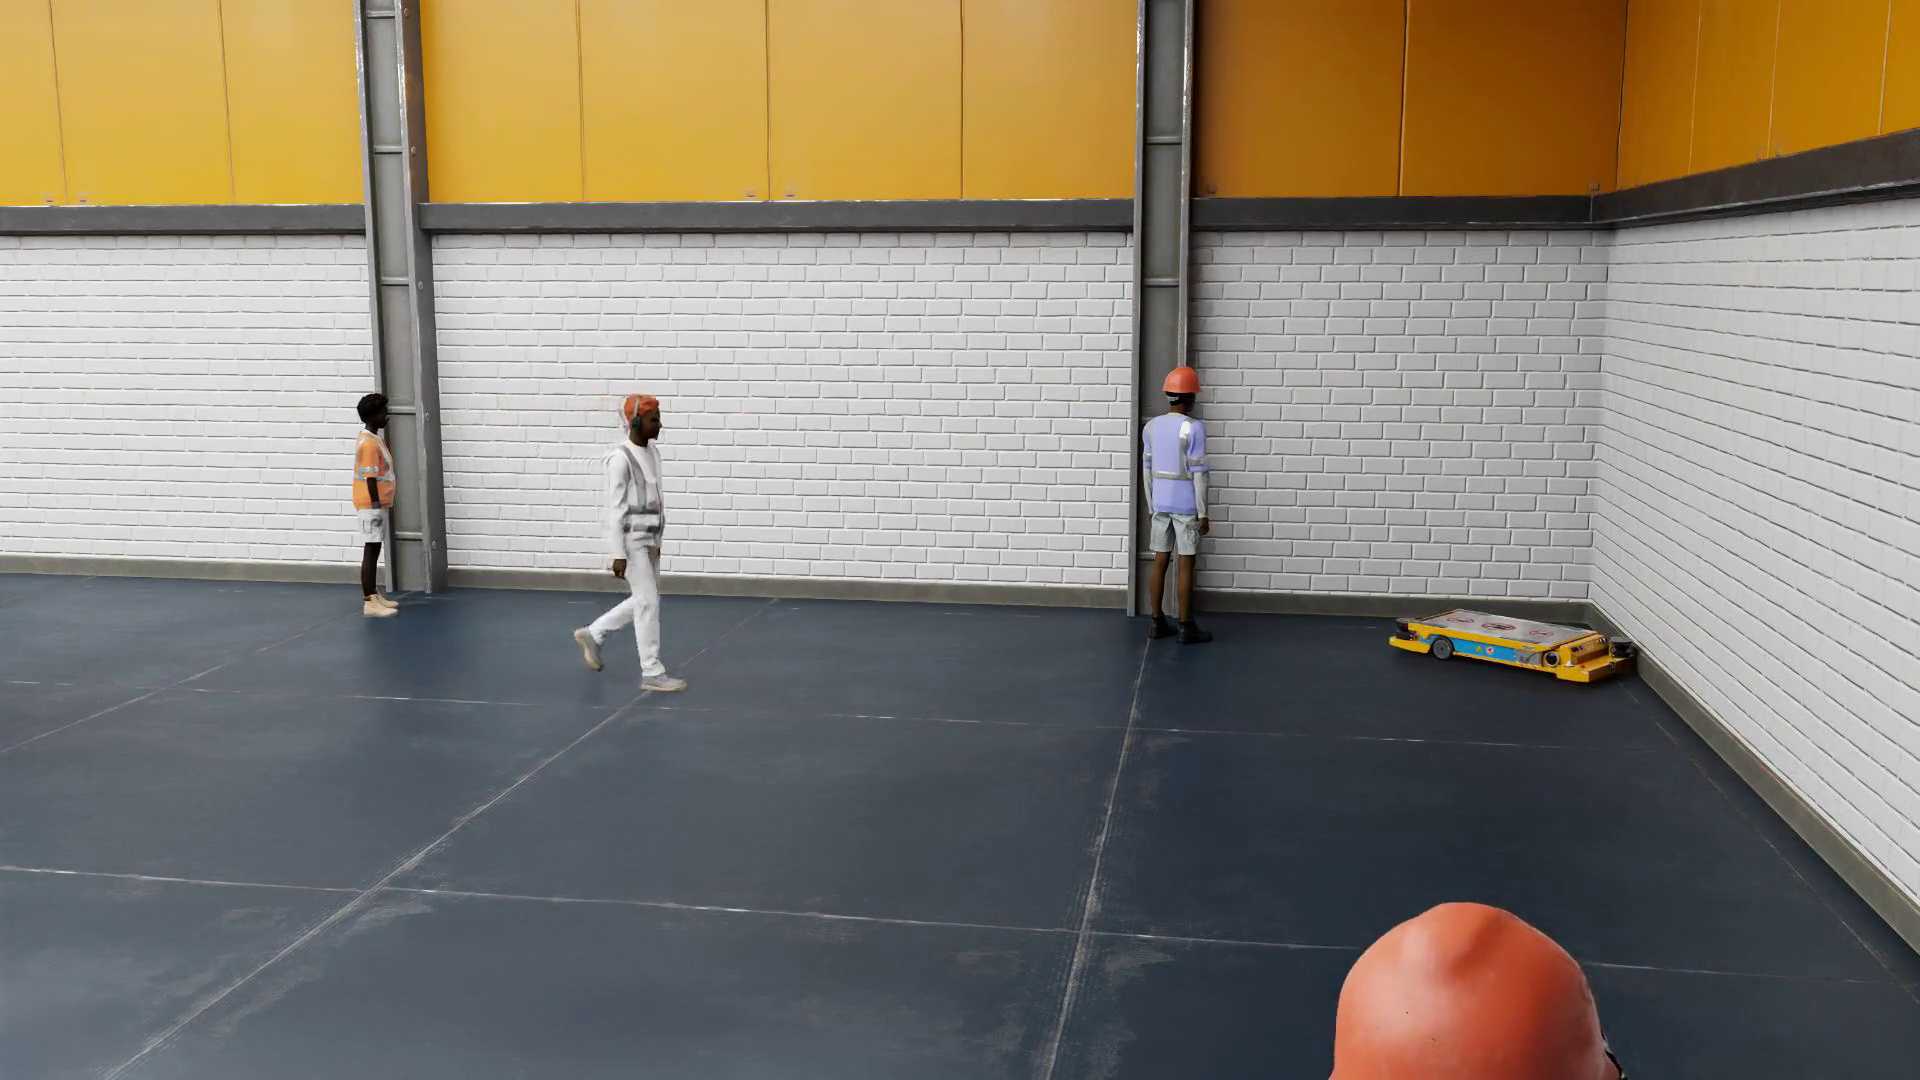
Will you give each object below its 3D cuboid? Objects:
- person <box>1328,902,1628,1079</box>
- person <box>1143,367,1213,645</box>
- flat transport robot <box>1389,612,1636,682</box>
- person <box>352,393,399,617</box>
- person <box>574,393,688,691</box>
[{"bbox_3d":[0.565,1.323,1.758,0.621,2.021,0.693,6,11,33],"label":"person"},{"bbox_3d":[1.532,-0.240,11.646,0.359,1.939,0.543,-9,13,-43],"label":"person"},{"bbox_3d":[3.666,0.681,11.088,0.652,0.197,1.431,-9,13,-43],"label":"flat transport robot"},{"bbox_3d":[-4.418,-0.265,12.559,0.318,1.691,0.535,-3,10,-18],"label":"person"},{"bbox_3d":[-2.073,0.012,10.340,0.720,1.864,0.585,2,9,12],"label":"person"}]
